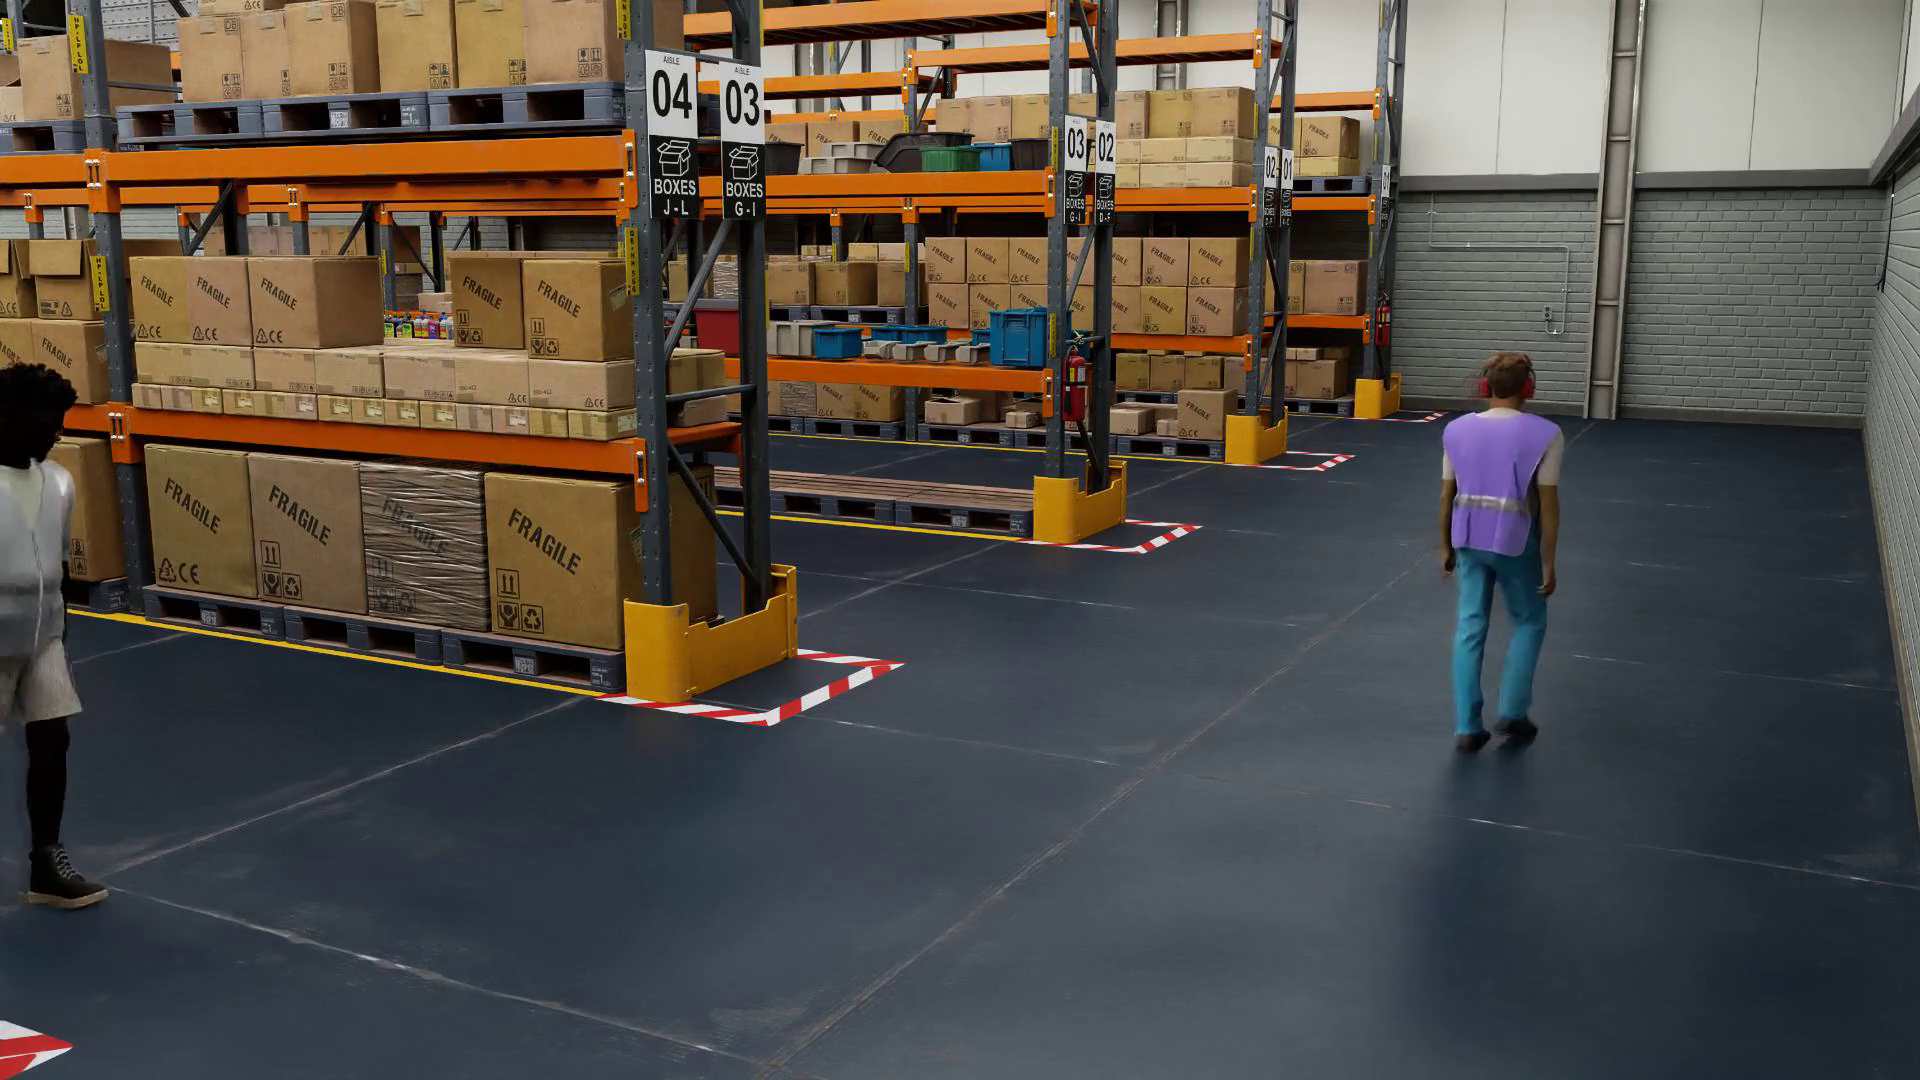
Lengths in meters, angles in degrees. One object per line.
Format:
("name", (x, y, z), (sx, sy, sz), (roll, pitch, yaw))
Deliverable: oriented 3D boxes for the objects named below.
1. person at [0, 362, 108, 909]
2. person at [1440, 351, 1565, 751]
("person", (-3.427, 0.334, 5.857), (0.808, 1.918, 0.671), (4, 11, 21))
("person", (2.501, 0.045, 7.676), (0.587, 1.820, 0.655), (9, 13, 39))
